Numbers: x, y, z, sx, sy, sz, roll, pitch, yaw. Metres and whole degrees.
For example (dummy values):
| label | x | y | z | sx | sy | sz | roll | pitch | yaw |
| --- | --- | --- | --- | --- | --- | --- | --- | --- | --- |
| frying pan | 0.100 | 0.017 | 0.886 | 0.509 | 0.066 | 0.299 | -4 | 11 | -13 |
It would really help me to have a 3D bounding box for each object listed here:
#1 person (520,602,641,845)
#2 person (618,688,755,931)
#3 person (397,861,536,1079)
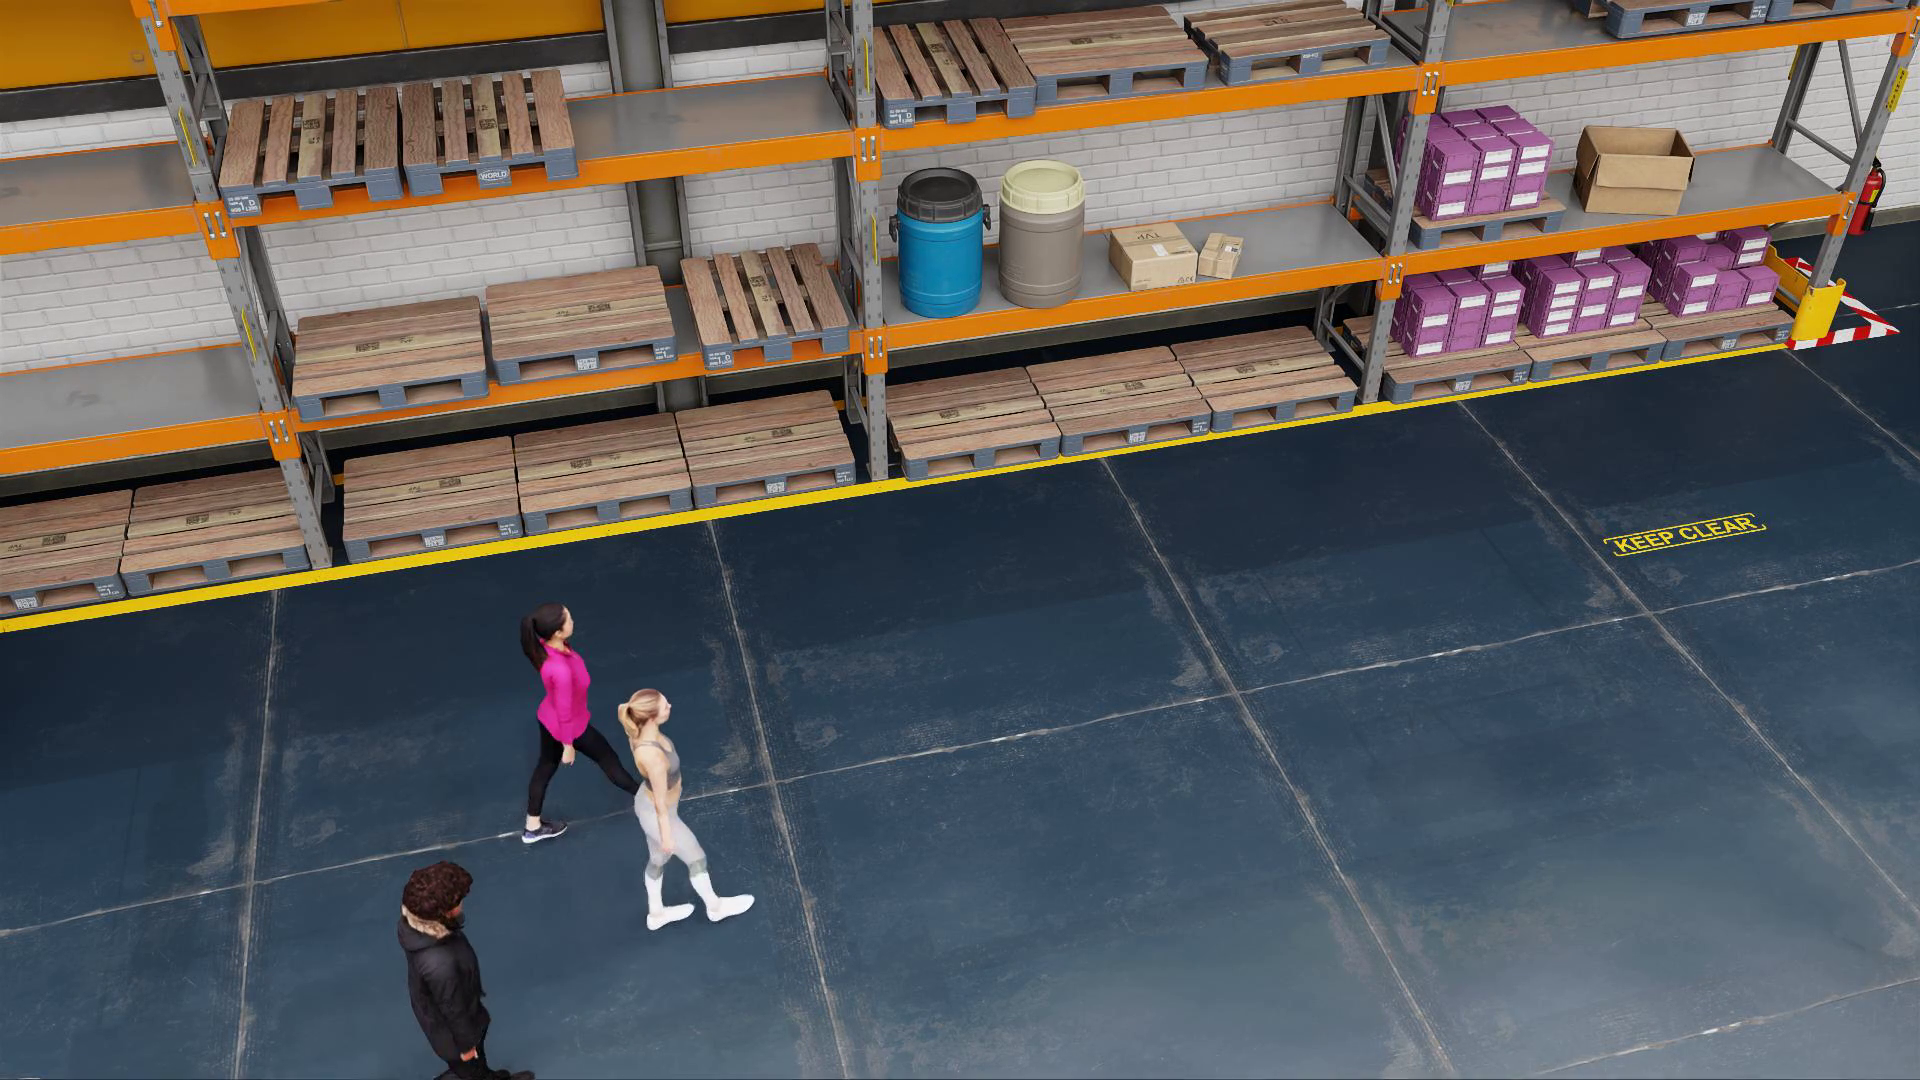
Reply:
| label | x | y | z | sx | sy | sz | roll | pitch | yaw |
| --- | --- | --- | --- | --- | --- | --- | --- | --- | --- |
| person | -2.280 | 1.060 | 9.237 | 1.189 | 1.649 | 0.798 | -19 | 43 | -23 |
| person | -1.634 | 1.455 | 8.699 | 0.850 | 1.692 | 0.676 | -15 | 41 | -18 |
| person | -2.436 | 2.214 | 7.707 | 1.040 | 1.744 | 0.816 | -20 | 43 | -23 |
